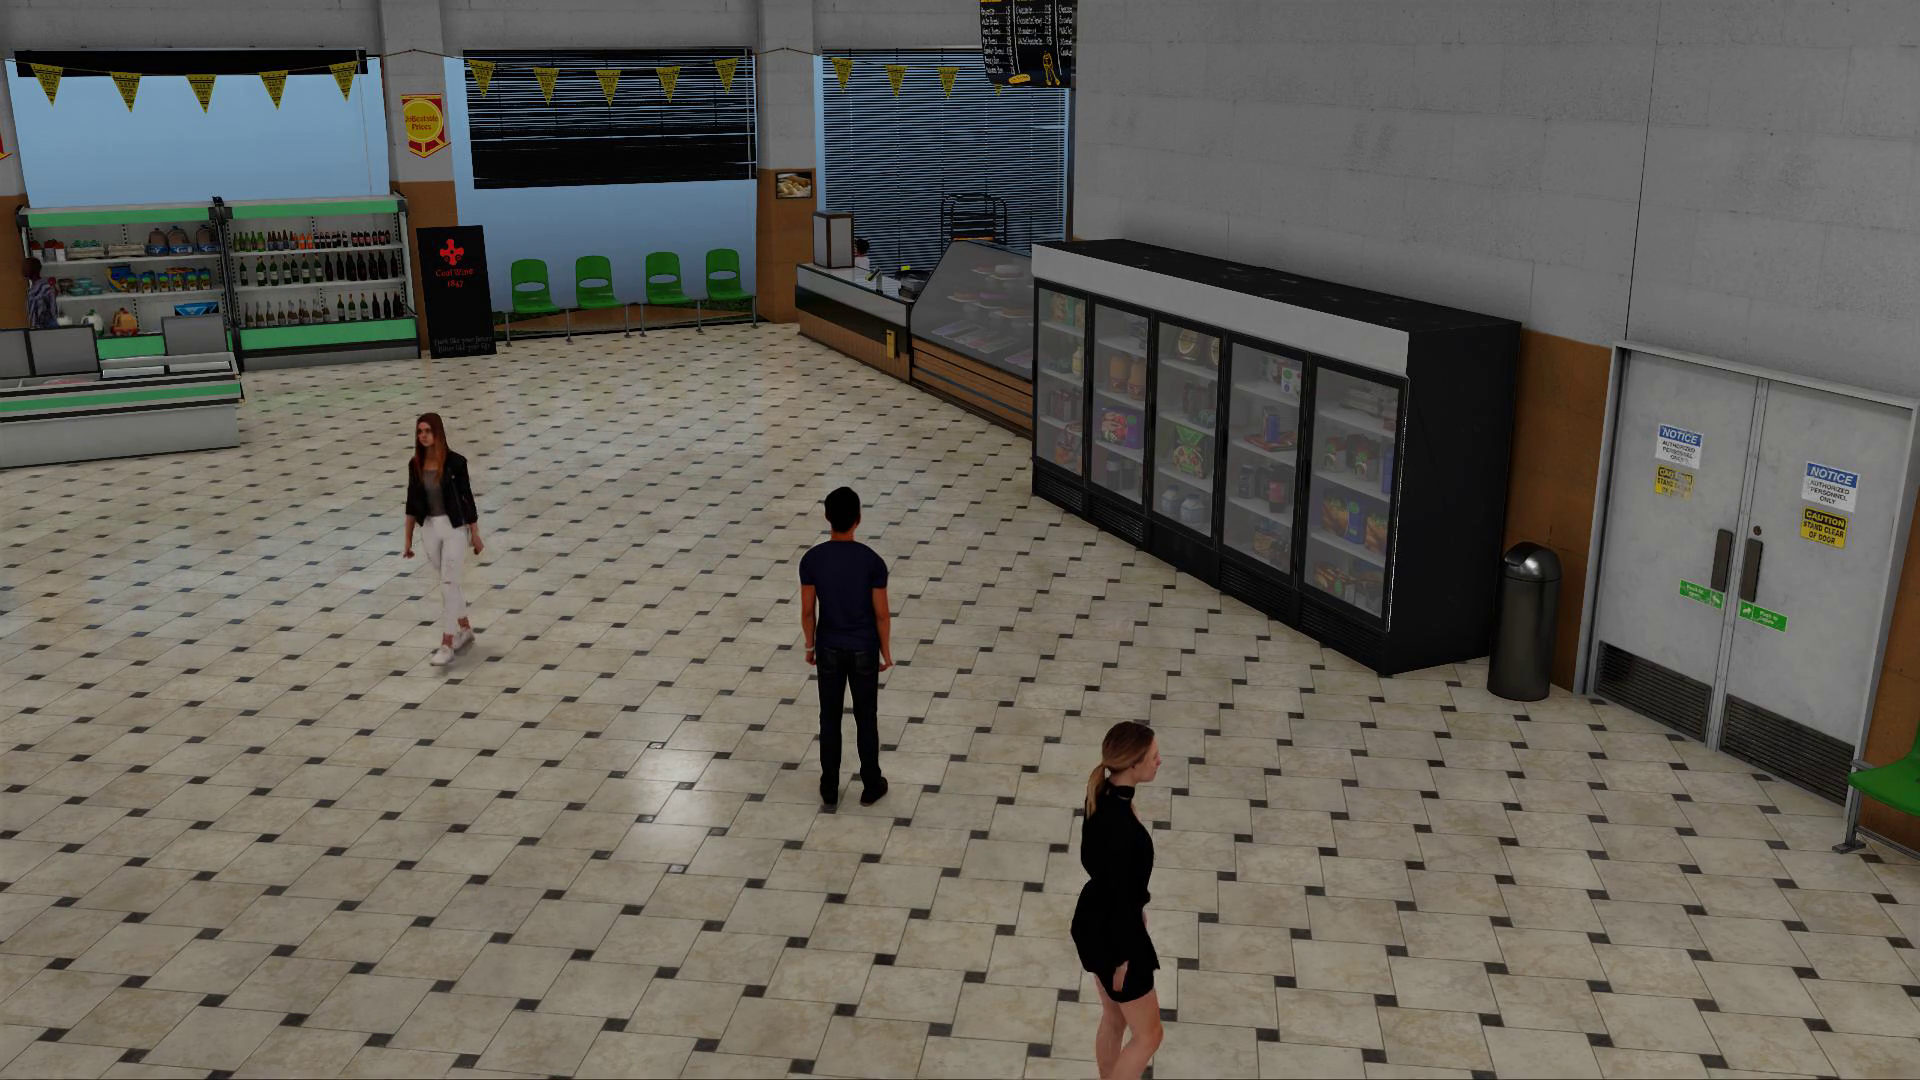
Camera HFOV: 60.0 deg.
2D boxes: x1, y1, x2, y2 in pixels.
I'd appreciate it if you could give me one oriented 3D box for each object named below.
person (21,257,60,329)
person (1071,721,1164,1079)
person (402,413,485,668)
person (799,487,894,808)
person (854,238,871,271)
[{"bbox_3d":[-9.873,-2.192,18.176,0.676,1.778,0.635,-6,18,-20],"label":"person"},{"bbox_3d":[0.517,1.483,6.105,0.644,1.761,0.661,-3,17,-11],"label":"person"},{"bbox_3d":[-3.447,-0.046,11.269,0.976,1.686,1.010,4,17,14],"label":"person"},{"bbox_3d":[-0.616,0.586,9.003,0.635,1.793,0.776,1,17,2],"label":"person"},{"bbox_3d":[-1.442,-3.775,24.274,0.622,1.264,0.529,15,23,41],"label":"person"}]
